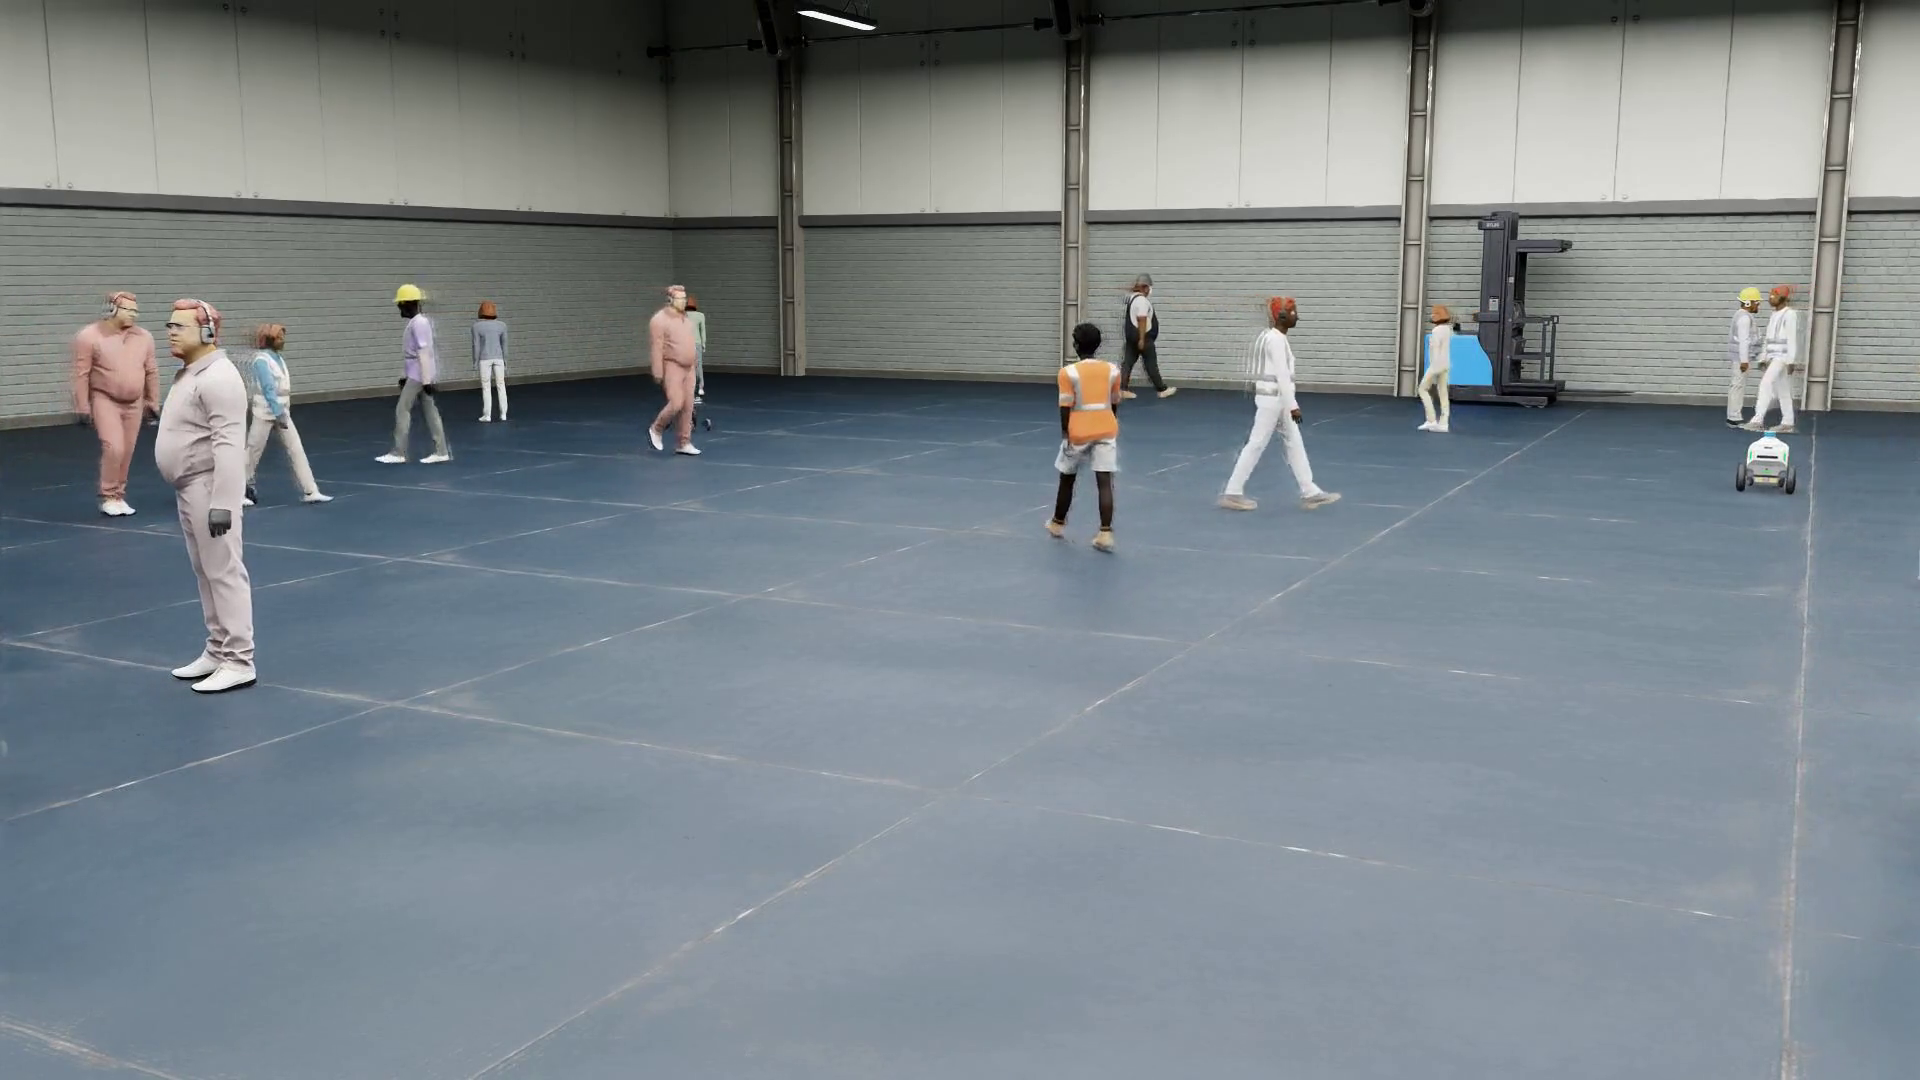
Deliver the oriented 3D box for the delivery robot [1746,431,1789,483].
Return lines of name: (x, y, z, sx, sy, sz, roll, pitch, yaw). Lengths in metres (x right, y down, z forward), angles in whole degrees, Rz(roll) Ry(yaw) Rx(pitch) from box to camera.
delivery robot: (7.623, -0.787, 15.684, 0.477, 0.478, 0.707, 5, 10, 27)

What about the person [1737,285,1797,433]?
person: (10.214, -2.279, 21.019, 0.839, 1.852, 0.614, 1, 9, 9)

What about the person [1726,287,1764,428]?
person: (10.278, -2.392, 21.806, 0.404, 1.833, 0.591, 3, 10, 20)

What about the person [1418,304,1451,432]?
person: (6.065, -2.195, 21.250, 0.499, 1.613, 0.514, 8, 12, 39)

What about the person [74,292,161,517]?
person: (-7.018, -1.122, 13.864, 0.622, 1.877, 0.658, 5, 11, 29)

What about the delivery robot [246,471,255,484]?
delivery robot: (-6.590, -0.648, 14.827, 0.707, 0.478, 0.477, 9, 13, 43)

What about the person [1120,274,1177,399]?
person: (2.985, -3.258, 26.642, 0.987, 2.000, 0.701, -2, 10, -15)

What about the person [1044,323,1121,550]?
person: (0.933, -0.785, 12.443, 0.548, 1.656, 0.853, -3, 10, -19)

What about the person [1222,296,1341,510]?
person: (2.737, -1.160, 14.246, 1.004, 1.832, 0.581, 3, 10, 16)

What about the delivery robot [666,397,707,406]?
delivery robot: (-3.558, -1.873, 21.580, 0.335, 0.223, 0.698, -8, 12, -41)

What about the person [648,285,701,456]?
person: (-3.168, -1.890, 18.546, 0.483, 1.894, 0.648, 5, 11, 30)

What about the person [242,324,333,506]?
person: (-6.027, -1.089, 14.514, 0.880, 1.592, 0.512, 0, 9, 2)

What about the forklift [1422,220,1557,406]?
forklift: (8.245, -3.527, 25.720, 1.873, 2.768, 1.129, 5, 10, 27)

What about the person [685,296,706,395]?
person: (-4.449, -3.215, 27.503, 0.498, 1.632, 0.285, -2, 10, -14)

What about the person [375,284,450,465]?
person: (-5.856, -1.740, 17.602, 0.863, 1.894, 0.598, -2, 9, -13)

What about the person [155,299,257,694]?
person: (-3.722, -0.222, 8.183, 0.410, 1.912, 0.651, -7, 12, -37)

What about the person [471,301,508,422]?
person: (-6.399, -2.431, 22.662, 0.497, 1.633, 0.285, -7, 11, -36)
